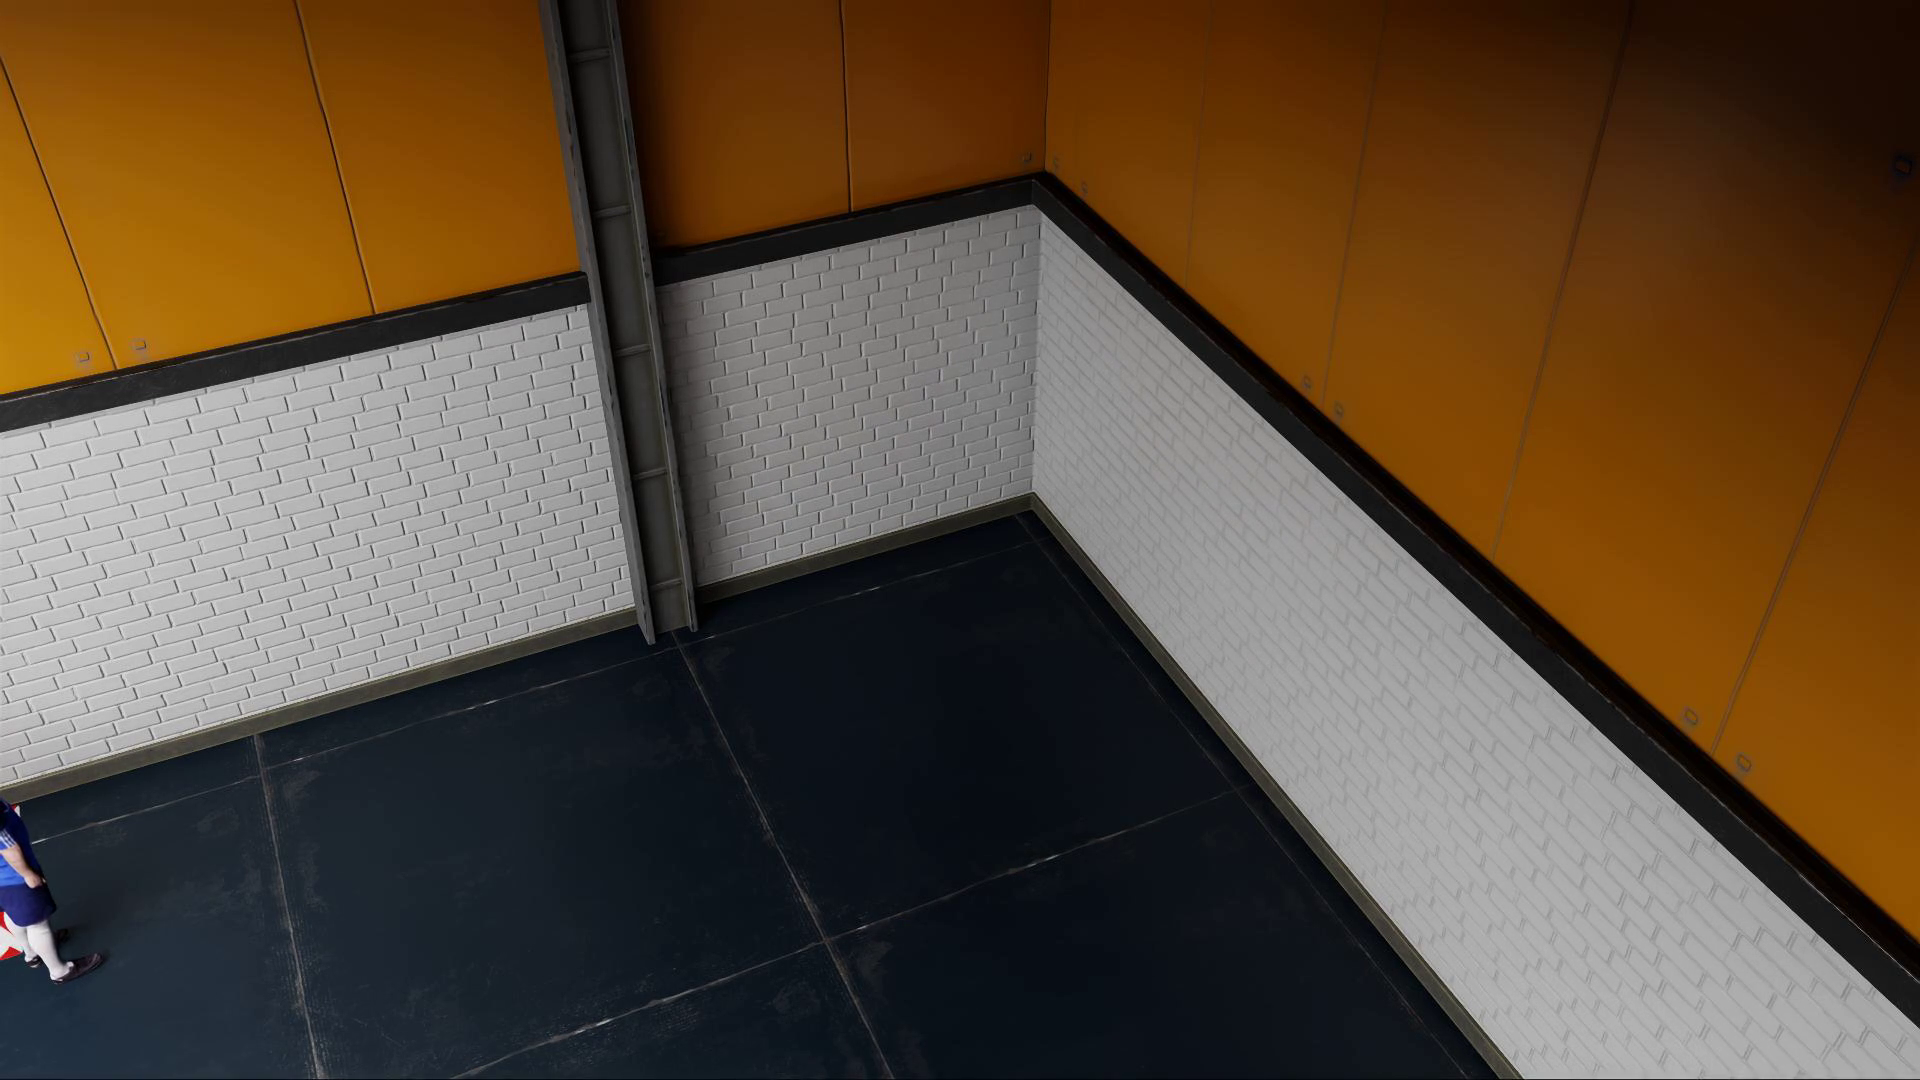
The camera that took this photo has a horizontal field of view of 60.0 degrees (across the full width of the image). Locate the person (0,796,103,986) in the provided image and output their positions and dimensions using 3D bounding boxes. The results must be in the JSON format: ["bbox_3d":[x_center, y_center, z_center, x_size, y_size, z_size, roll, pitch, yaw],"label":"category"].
[{"bbox_3d":[-5.536,1.872,9.646,0.751,1.841,0.742,24,44,27],"label":"person"}]
